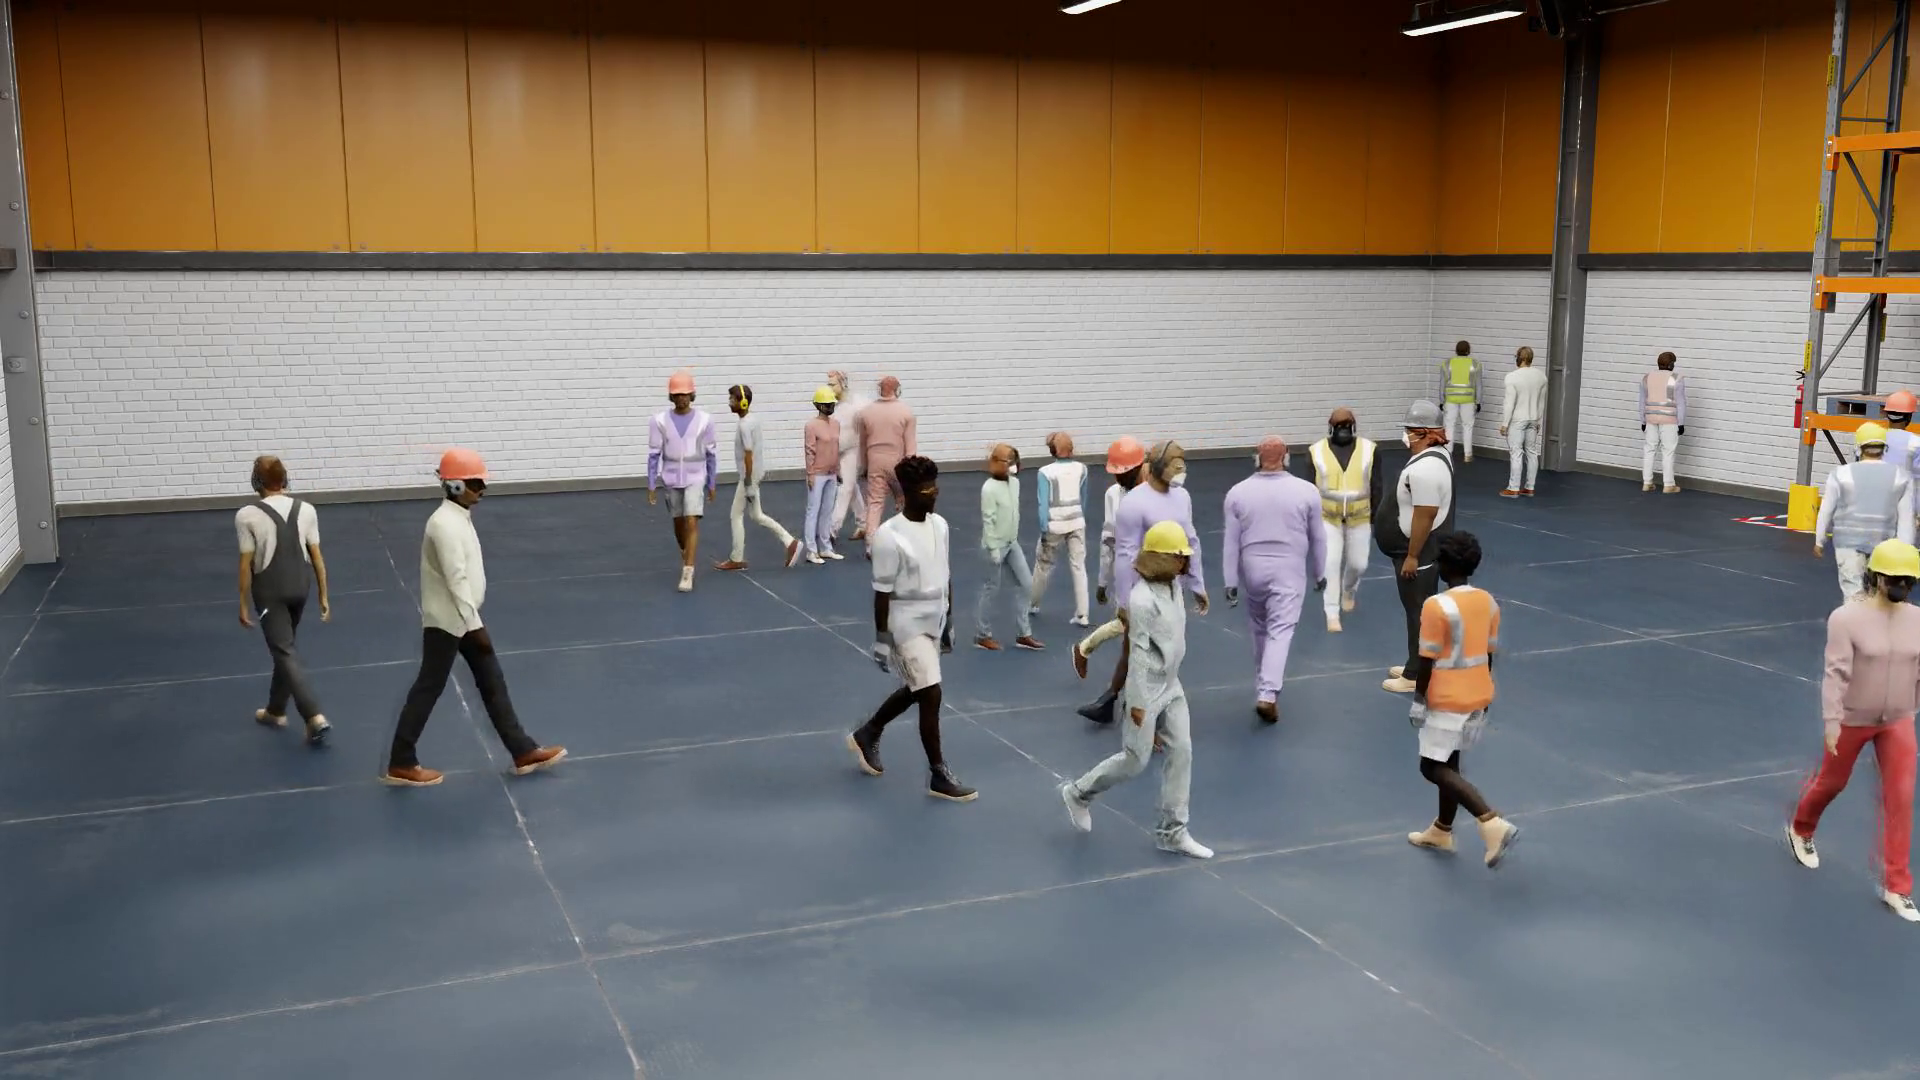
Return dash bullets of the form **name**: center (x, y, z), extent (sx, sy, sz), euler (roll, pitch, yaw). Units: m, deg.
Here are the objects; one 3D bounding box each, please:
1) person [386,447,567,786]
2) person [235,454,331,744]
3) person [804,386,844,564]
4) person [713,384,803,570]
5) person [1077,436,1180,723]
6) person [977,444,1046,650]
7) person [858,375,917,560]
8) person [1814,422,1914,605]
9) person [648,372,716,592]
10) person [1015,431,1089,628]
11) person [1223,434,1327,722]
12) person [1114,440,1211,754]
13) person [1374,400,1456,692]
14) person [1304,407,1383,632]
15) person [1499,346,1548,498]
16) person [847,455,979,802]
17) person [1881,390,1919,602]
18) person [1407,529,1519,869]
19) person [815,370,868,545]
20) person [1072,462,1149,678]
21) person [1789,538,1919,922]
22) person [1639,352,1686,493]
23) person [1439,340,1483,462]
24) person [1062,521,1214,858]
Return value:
- **person**: center (-2.826, 0.447, 9.445), extent (1.012, 1.942, 0.622), euler (-1, 9, -4)
- **person**: center (-4.214, 0.359, 10.418), extent (0.945, 1.808, 0.503), euler (7, 12, 38)
- **person**: center (-1.350, -0.653, 16.630), extent (0.328, 1.769, 0.526), euler (6, 11, 34)
- **person**: center (-1.969, -0.596, 16.078), extent (0.819, 1.836, 0.546), euler (1, 9, 4)
- **person**: center (1.111, 0.256, 10.797), extent (0.949, 1.867, 0.562), euler (-6, 11, -34)
- **person**: center (0.396, 0.072, 12.719), extent (0.670, 1.606, 0.520), euler (6, 11, 34)
- **person**: center (-0.724, -0.741, 16.916), extent (0.658, 1.861, 1.013), euler (3, 10, 17)
- **person**: center (6.804, 0.002, 12.598), extent (0.604, 1.780, 0.917), euler (2, 10, 14)
- **person**: center (-2.569, -0.572, 15.470), extent (0.620, 2.004, 1.048), euler (0, 9, -2)
- **person**: center (0.806, -0.103, 13.812), extent (0.524, 1.597, 0.856), euler (-5, 11, -29)
- **person**: center (2.060, 0.235, 10.991), extent (0.643, 1.861, 1.007), euler (4, 10, 24)
- **person**: center (1.268, 0.345, 10.170), extent (0.655, 1.908, 0.621), euler (7, 12, 37)
- **person**: center (3.165, 0.036, 11.622), extent (0.538, 2.000, 0.682), euler (4, 10, 23)
- **person**: center (3.124, -0.187, 13.636), extent (0.642, 1.825, 0.664), euler (1, 9, 8)
- **person**: center (7.183, -1.504, 21.264), extent (0.629, 1.940, 0.373), euler (-4, 10, -22)
- **person**: center (-0.295, 0.464, 9.365), extent (0.916, 1.933, 0.616), euler (6, 11, 33)
- **person**: center (7.731, -0.272, 13.798), extent (0.542, 1.939, 0.365), euler (9, 13, 44)
- **person**: center (2.492, 0.789, 8.159), extent (0.541, 1.677, 0.626), euler (-8, 12, -41)
- **person**: center (-1.285, -0.869, 17.681), extent (0.648, 1.849, 1.012), euler (8, 13, 42)
- **person**: center (1.162, 0.248, 11.622), extent (0.681, 1.611, 0.502), euler (6, 11, 33)
- **person**: center (4.274, 0.819, 7.852), extent (0.532, 1.731, 0.891), euler (0, 9, 2)
- **person**: center (9.211, -1.542, 21.786), extent (0.429, 1.845, 0.620), euler (-7, 12, -38)
- **person**: center (7.570, -2.097, 25.155), extent (0.633, 1.839, 0.429), euler (4, 10, 22)
- **person**: center (0.908, 0.735, 8.393), extent (0.745, 1.714, 0.484), euler (6, 11, 34)
